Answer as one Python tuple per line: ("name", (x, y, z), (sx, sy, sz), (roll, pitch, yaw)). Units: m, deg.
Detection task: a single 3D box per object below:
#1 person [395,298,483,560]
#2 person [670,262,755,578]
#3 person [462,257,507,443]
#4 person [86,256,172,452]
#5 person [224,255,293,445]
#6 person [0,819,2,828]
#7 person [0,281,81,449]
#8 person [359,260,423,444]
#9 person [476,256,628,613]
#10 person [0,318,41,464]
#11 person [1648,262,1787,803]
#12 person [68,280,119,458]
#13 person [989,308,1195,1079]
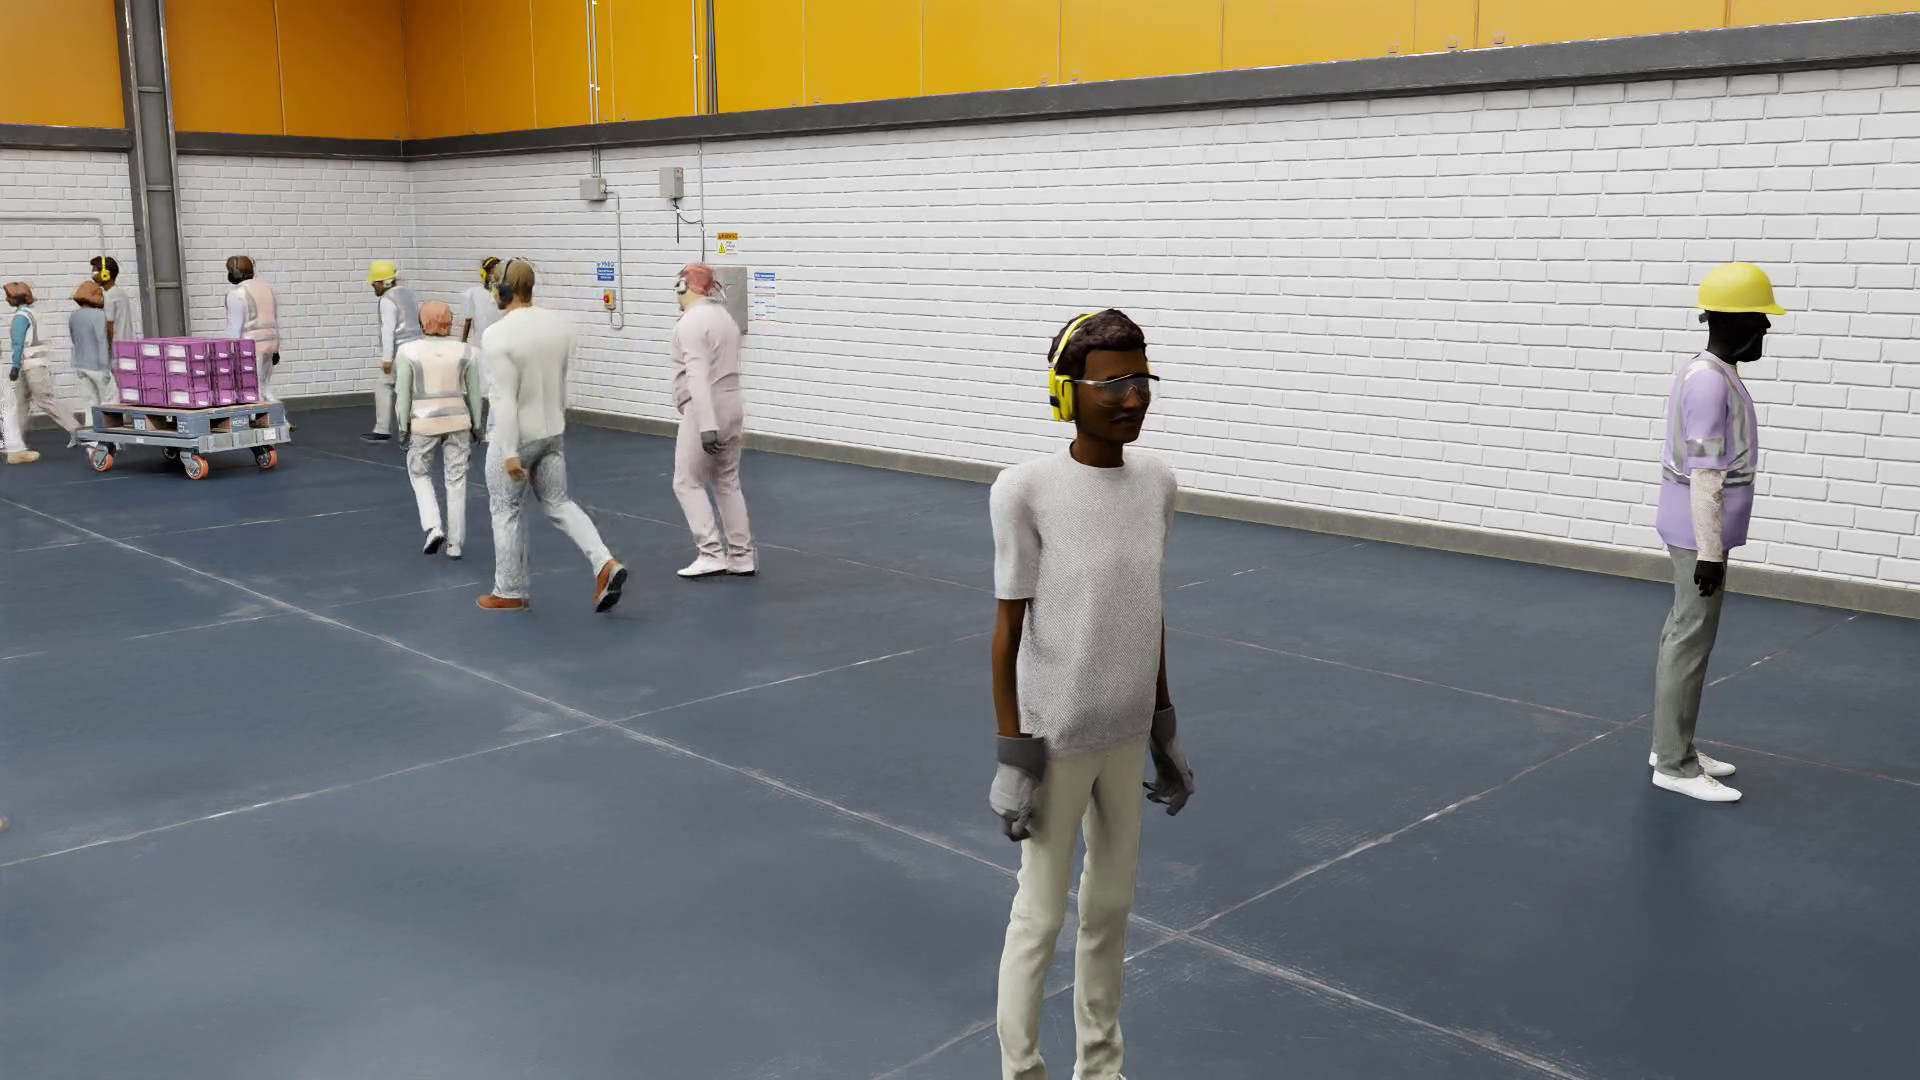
("person", (-3.247, -0.686, 10.398), (0.543, 1.628, 0.373), (-5, 12, -27))
("person", (-1.455, -0.699, 9.833), (0.536, 1.867, 0.664), (4, 11, 19))
("person", (-4.426, -1.781, 15.881), (0.594, 1.809, 0.930), (-9, 14, -40))
("person", (-7.784, -1.725, 15.532), (0.803, 1.840, 0.509), (-3, 11, -17))
("person", (-6.746, -1.789, 15.862), (0.435, 1.835, 0.668), (2, 11, 12))
("person", (-3.358, 0.136, 5.354), (0.429, 1.839, 0.634), (-4, 11, -22))
("person", (-8.728, -1.646, 15.720), (0.781, 1.603, 0.505), (-5, 11, -24))
("person", (-5.505, -1.813, 16.171), (0.715, 1.781, 0.607), (1, 10, 8))
("person", (-2.200, -0.529, 8.771), (0.852, 1.917, 0.623), (6, 12, 28))
("person", (-8.562, -1.545, 14.598), (0.640, 1.807, 0.778), (4, 11, 21))
("person", (2.720, -0.032, 6.027), (0.368, 1.927, 0.589), (4, 11, 22))
("person", (-7.856, -1.543, 15.117), (0.533, 1.612, 0.341), (5, 12, 26))
("person", (0.289, 0.442, 3.597), (0.519, 1.874, 0.327), (-7, 13, -35))
